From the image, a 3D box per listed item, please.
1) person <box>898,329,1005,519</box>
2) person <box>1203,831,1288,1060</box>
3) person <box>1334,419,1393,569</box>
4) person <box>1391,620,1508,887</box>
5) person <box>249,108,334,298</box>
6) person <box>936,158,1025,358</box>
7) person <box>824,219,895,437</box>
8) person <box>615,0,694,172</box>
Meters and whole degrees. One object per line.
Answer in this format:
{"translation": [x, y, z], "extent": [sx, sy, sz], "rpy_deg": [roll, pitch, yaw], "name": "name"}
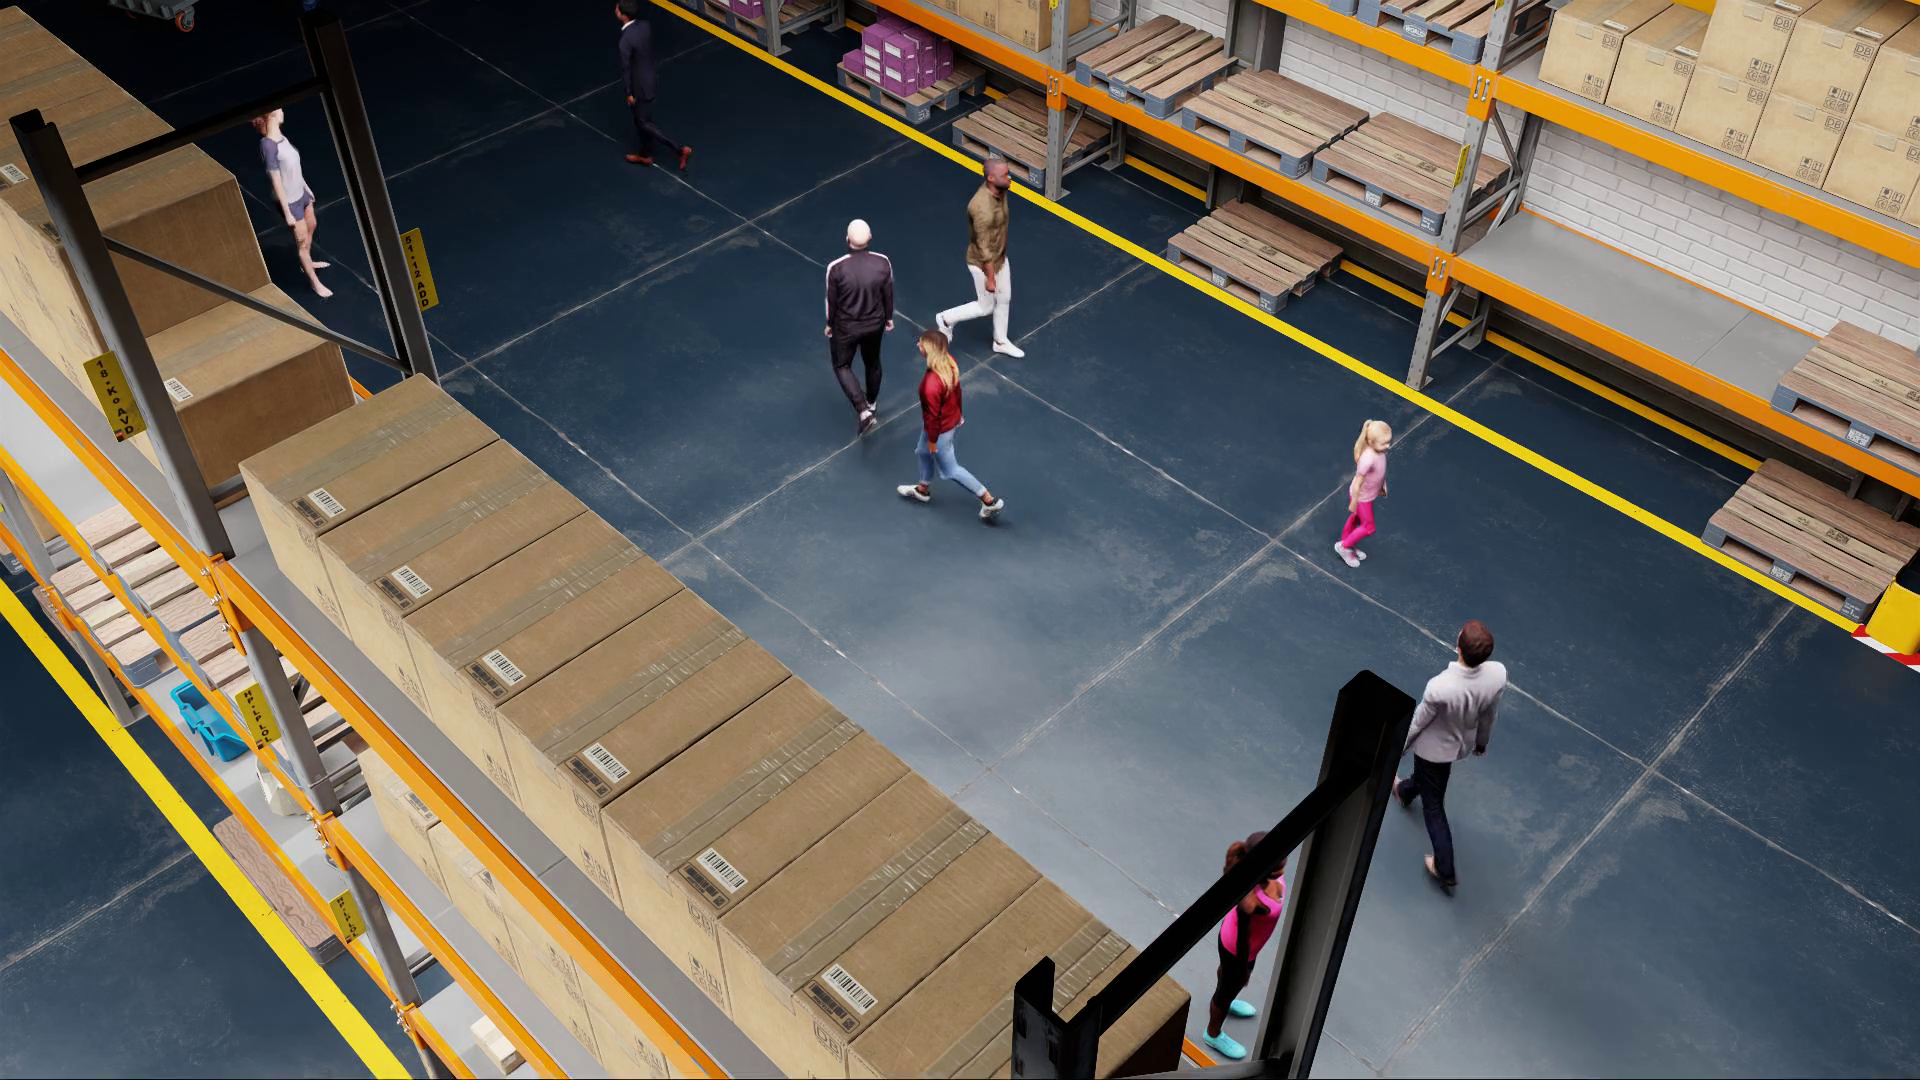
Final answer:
{"translation": [-0.059, -0.793, 11.876], "extent": [1.167, 1.600, 0.928], "rpy_deg": [12, 45, 12], "name": "person"}
{"translation": [1.482, 2.094, 8.755], "extent": [0.668, 1.726, 0.644], "rpy_deg": [15, 46, 15], "name": "person"}
{"translation": [2.778, -0.353, 11.659], "extent": [0.571, 1.262, 0.551], "rpy_deg": [20, 47, 20], "name": "person"}
{"translation": [2.835, 1.235, 9.593], "extent": [1.013, 1.813, 1.286], "rpy_deg": [-14, 45, -15], "name": "person"}
{"translation": [-5.606, -2.852, 13.932], "extent": [0.837, 1.746, 0.769], "rpy_deg": [9, 44, 10], "name": "person"}
{"translation": [0.156, -2.225, 13.234], "extent": [1.095, 1.800, 0.937], "rpy_deg": [15, 46, 15], "name": "person"}
{"translation": [-0.732, -1.548, 12.509], "extent": [0.910, 1.820, 1.062], "rpy_deg": [-15, 46, -15], "name": "person"}
{"translation": [-2.853, -4.174, 15.347], "extent": [1.099, 1.707, 0.915], "rpy_deg": [14, 45, 14], "name": "person"}
